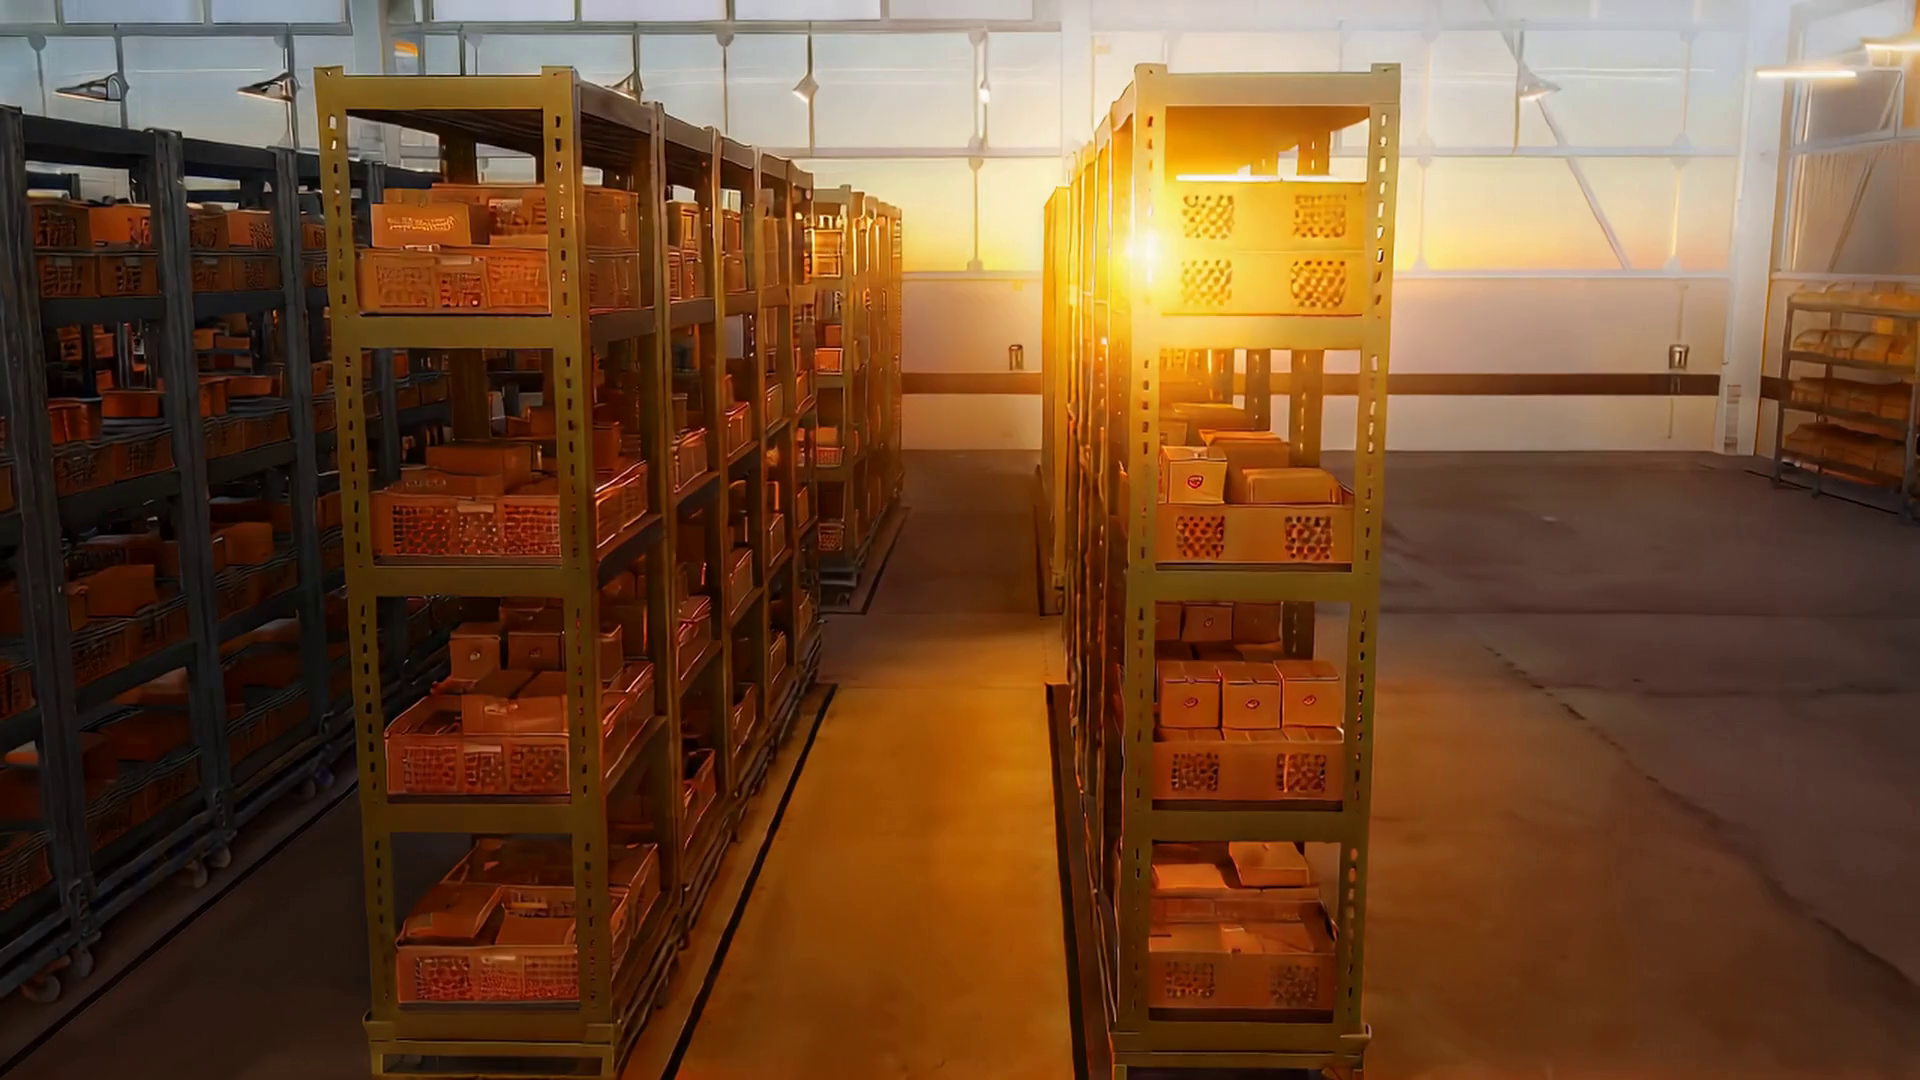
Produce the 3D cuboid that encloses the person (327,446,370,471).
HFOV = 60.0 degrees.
[{"bbox_3d":[-4.713,-0.132,12.792,0.393,1.990,0.616,-4,11,-23],"label":"person"}]
